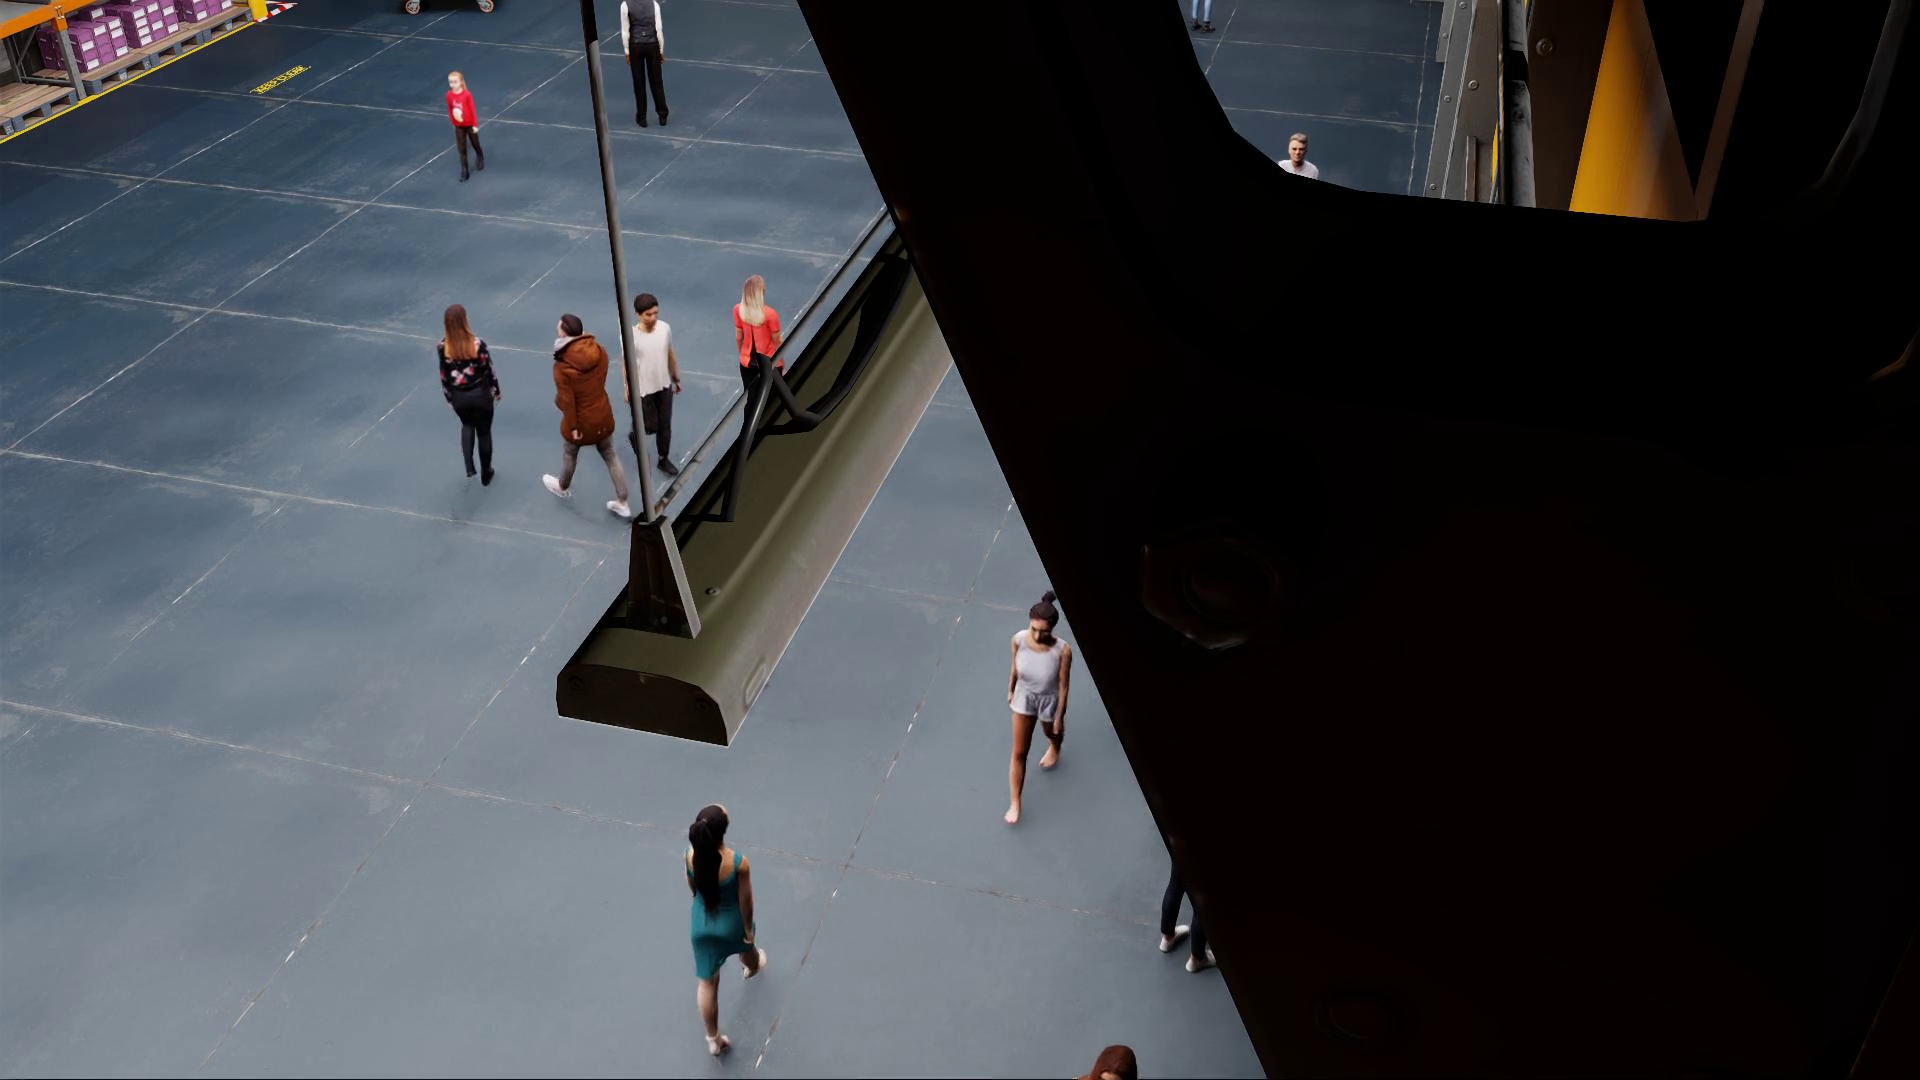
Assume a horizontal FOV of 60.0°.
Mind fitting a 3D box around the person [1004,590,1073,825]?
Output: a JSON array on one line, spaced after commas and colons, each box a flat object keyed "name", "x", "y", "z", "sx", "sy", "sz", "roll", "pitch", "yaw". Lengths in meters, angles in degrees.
[{"name": "person", "x": 0.557, "y": 0.987, "z": 10.823, "sx": 0.660, "sy": 1.597, "sz": 1.073, "roll": 13, "pitch": 36, "yaw": 19}]

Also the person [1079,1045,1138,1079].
[{"name": "person", "x": 0.719, "y": 2.892, "z": 7.881, "sx": 0.669, "sy": 1.680, "sz": 1.188, "roll": 12, "pitch": 35, "yaw": 17}]

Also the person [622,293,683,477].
[{"name": "person", "x": -2.695, "y": -1.360, "z": 14.256, "sx": 0.868, "sy": 1.704, "sz": 0.913, "roll": -27, "pitch": 42, "yaw": -34}]

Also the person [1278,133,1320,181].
[{"name": "person", "x": 3.391, "y": -3.300, "z": 17.071, "sx": 0.682, "sy": 1.820, "sz": 0.614, "roll": 3, "pitch": 34, "yaw": 5}]

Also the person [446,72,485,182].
[{"name": "person", "x": -5.999, "y": -5.072, "z": 20.237, "sx": 0.656, "sy": 1.266, "sz": 0.945, "roll": -1, "pitch": 34, "yaw": -1}]

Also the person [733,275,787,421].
[{"name": "person", "x": -1.740, "y": -1.526, "z": 14.516, "sx": 0.606, "sy": 1.694, "sz": 0.543, "roll": 12, "pitch": 35, "yaw": 17}]

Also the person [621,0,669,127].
[{"name": "person", "x": -4.096, "y": -6.352, "z": 21.578, "sx": 0.772, "sy": 1.913, "sz": 0.764, "roll": -8, "pitch": 34, "yaw": -11}]

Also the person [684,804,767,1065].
[{"name": "person", "x": -1.331, "y": 2.155, "z": 9.024, "sx": 0.612, "sy": 1.642, "sz": 1.016, "roll": 6, "pitch": 34, "yaw": 9}]

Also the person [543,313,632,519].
[{"name": "person", "x": -2.973, "y": -0.963, "z": 13.579, "sx": 1.063, "sy": 1.792, "sz": 1.151, "roll": 26, "pitch": 41, "yaw": 33}]

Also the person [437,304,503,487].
[{"name": "person", "x": -4.133, "y": -1.179, "z": 14.012, "sx": 0.628, "sy": 1.673, "sz": 0.650, "roll": 1, "pitch": 34, "yaw": 2}]

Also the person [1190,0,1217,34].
[{"name": "person", "x": 3.692, "y": -8.549, "z": 25.059, "sx": 0.681, "sy": 1.719, "sz": 0.668, "roll": -29, "pitch": 43, "yaw": -36}]
